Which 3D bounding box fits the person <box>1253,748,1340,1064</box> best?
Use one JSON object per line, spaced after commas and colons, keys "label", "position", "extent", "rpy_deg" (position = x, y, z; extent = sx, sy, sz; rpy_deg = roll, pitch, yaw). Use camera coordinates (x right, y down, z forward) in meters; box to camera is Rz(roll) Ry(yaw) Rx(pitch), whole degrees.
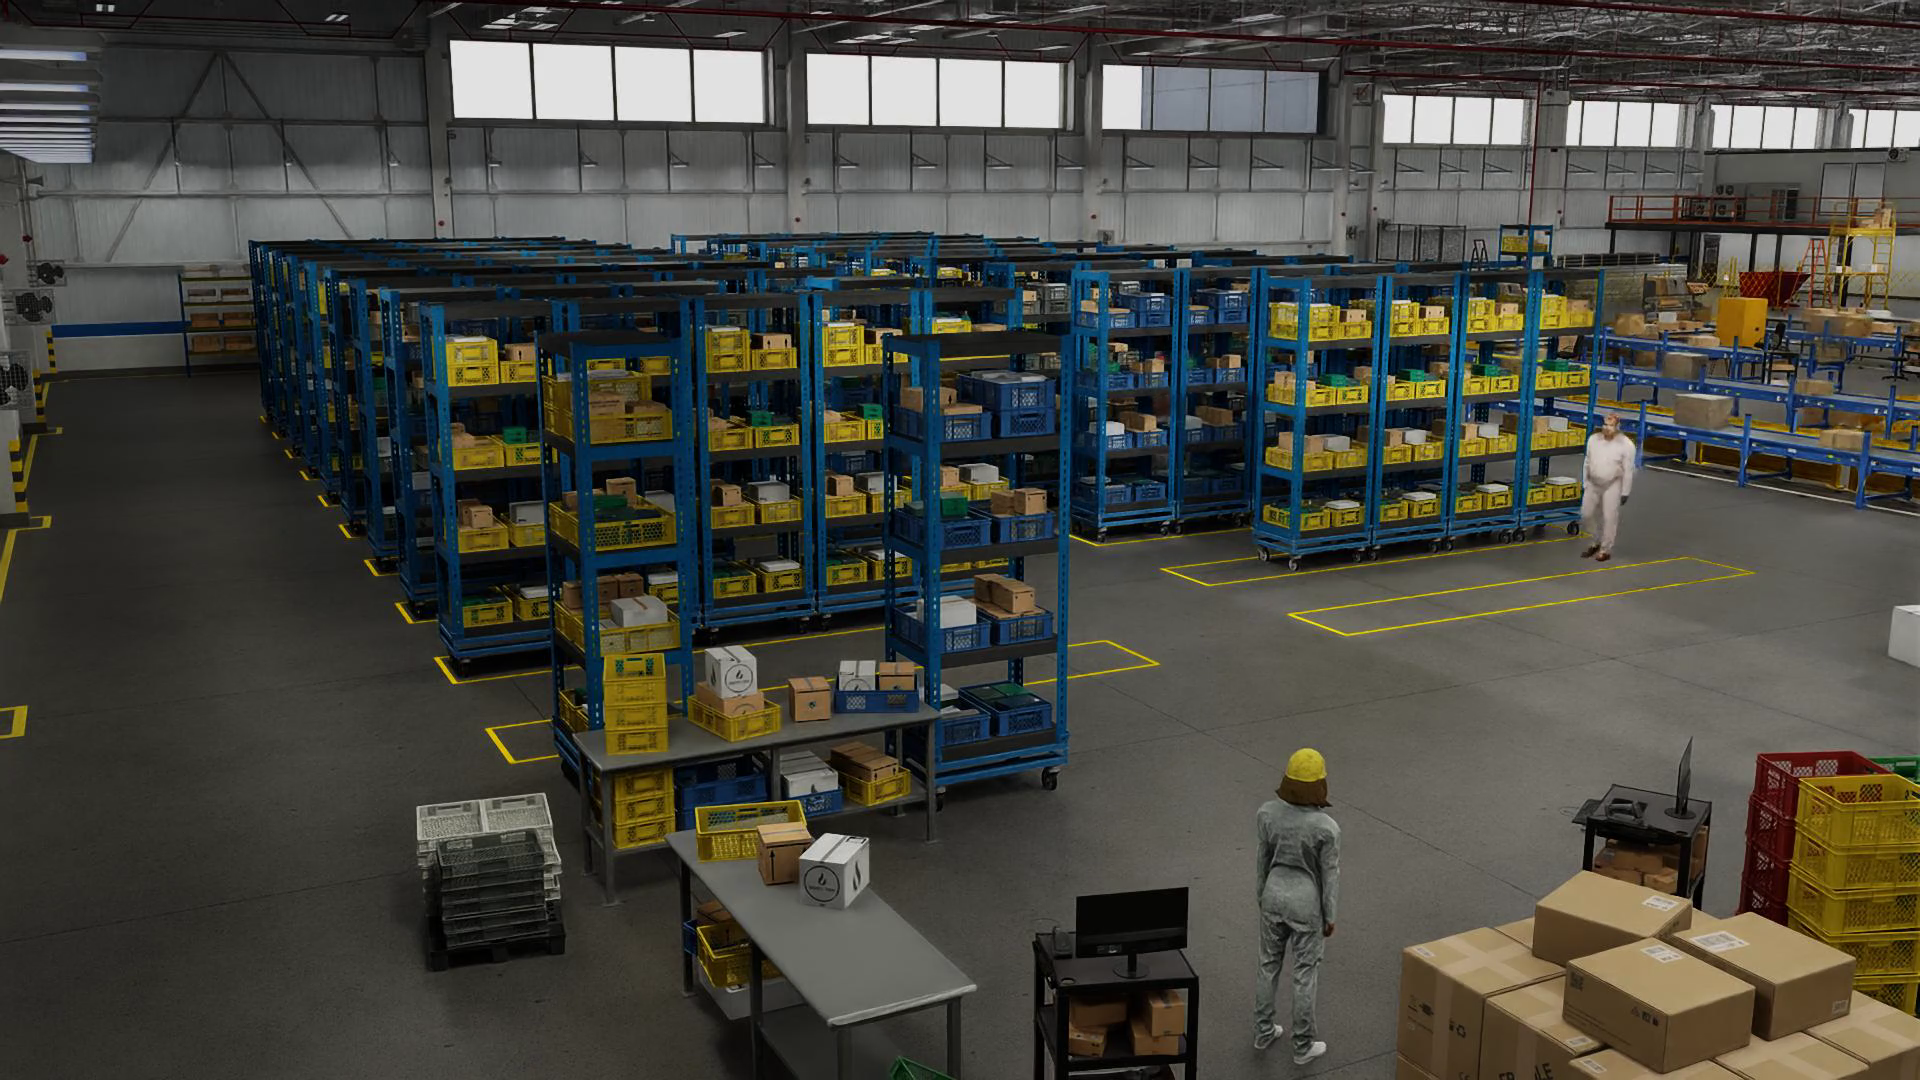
{"label": "person", "position": [1.826, 1.966, 9.019], "extent": [0.480, 1.734, 0.330], "rpy_deg": [9, 15, 35]}

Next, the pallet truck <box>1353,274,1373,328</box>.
{"label": "pallet truck", "position": [13.011, -8.050, 55.243], "extent": [0.823, 1.965, 1.885], "rpy_deg": [-7, 14, -28]}

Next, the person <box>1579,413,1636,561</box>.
{"label": "person", "position": [8.101, -0.658, 20.912], "extent": [0.498, 1.887, 0.686], "rpy_deg": [-11, 16, -41]}

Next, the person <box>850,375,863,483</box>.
{"label": "person", "position": [-1.608, -1.709, 25.996], "extent": [0.563, 1.828, 0.564], "rpy_deg": [-4, 13, -19]}

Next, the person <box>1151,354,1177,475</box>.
{"label": "person", "position": [3.212, -2.042, 27.186], "extent": [0.659, 1.972, 0.659], "rpy_deg": [-7, 14, -31]}
